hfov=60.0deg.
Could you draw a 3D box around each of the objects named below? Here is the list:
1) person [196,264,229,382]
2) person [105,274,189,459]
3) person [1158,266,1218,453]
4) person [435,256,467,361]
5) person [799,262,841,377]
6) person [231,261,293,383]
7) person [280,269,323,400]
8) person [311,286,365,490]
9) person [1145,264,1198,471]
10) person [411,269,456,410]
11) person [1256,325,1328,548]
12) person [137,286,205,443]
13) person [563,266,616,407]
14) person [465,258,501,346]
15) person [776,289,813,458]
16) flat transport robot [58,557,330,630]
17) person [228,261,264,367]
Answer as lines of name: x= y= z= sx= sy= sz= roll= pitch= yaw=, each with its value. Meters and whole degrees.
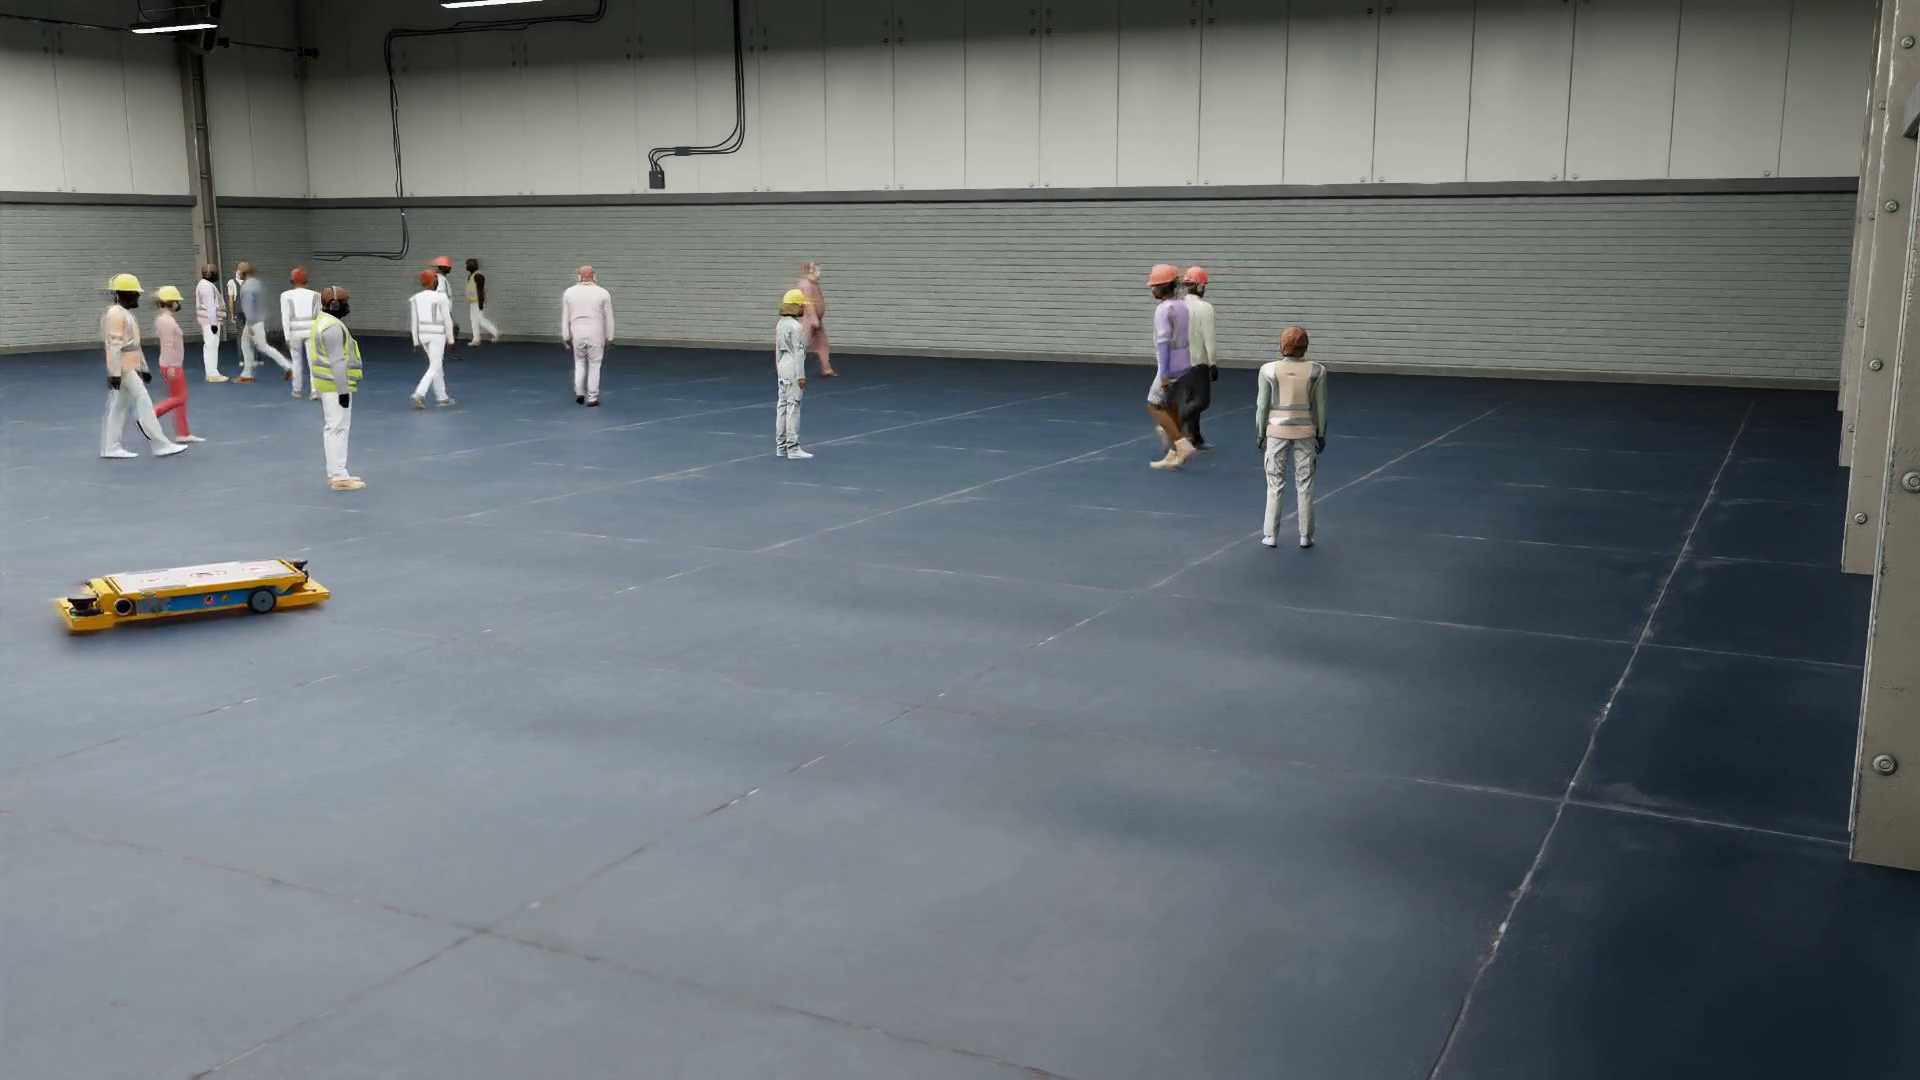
person: x=-11.795 y=-3.420 z=26.241 sx=0.429 sy=1.839 sz=0.633 roll=-6 pitch=12 yaw=-30
person: x=-8.435 y=-1.778 z=17.129 sx=0.898 sy=1.888 sz=0.617 roll=-4 pitch=11 yaw=-19
person: x=2.390 y=-1.858 z=17.348 sx=0.756 sy=1.976 sz=0.625 roll=-6 pitch=12 yaw=-28
person: x=-9.284 y=-4.199 z=30.270 sx=0.701 sy=1.913 sz=0.567 roll=-1 pitch=10 yaw=-7
person: x=-2.466 y=-3.562 z=26.978 sx=0.959 sy=1.876 sz=0.634 roll=2 pitch=11 yaw=10
person: x=-10.880 y=-3.381 z=25.903 sx=0.942 sy=1.905 sz=0.641 roll=-2 pitch=11 yaw=-13
person: x=-9.224 y=-2.886 z=23.383 sx=0.588 sy=1.830 sz=1.015 roll=-7 pitch=13 yaw=-34
person: x=-5.646 y=-1.376 z=15.112 sx=0.429 sy=1.838 sz=0.626 roll=-5 pitch=12 yaw=-26
person: x=2.035 y=-1.660 z=16.143 sx=0.511 sy=2.021 sz=0.618 roll=6 pitch=12 yaw=31
person: x=-7.050 y=-2.659 z=22.075 sx=0.568 sy=1.854 sz=0.914 roll=5 pitch=11 yaw=24
person: x=2.435 y=-0.751 z=12.234 sx=0.522 sy=1.640 sz=0.306 roll=1 pitch=10 yaw=6
person: x=-8.733 y=-1.918 z=18.302 sx=0.598 sy=1.751 sz=0.529 roll=-5 pitch=12 yaw=-26
person: x=-4.999 y=-2.746 z=22.453 sx=0.666 sy=1.884 sz=0.567 roll=1 pitch=10 yaw=4
person: x=-9.967 y=-4.949 z=34.607 sx=0.608 sy=1.833 sz=0.651 roll=-7 pitch=12 yaw=-33
person: x=-1.725 y=-1.718 z=17.232 sx=0.325 sy=1.740 sz=0.492 roll=-6 pitch=12 yaw=-31
flat transport robot: x=-4.681 y=0.311 z=10.178 sx=1.431 sy=0.197 sz=0.652 roll=-7 pitch=13 yaw=-34
person: x=-12.541 y=-3.960 z=29.190 sx=0.505 sy=1.839 sz=0.344 roll=-1 pitch=10 yaw=-7
